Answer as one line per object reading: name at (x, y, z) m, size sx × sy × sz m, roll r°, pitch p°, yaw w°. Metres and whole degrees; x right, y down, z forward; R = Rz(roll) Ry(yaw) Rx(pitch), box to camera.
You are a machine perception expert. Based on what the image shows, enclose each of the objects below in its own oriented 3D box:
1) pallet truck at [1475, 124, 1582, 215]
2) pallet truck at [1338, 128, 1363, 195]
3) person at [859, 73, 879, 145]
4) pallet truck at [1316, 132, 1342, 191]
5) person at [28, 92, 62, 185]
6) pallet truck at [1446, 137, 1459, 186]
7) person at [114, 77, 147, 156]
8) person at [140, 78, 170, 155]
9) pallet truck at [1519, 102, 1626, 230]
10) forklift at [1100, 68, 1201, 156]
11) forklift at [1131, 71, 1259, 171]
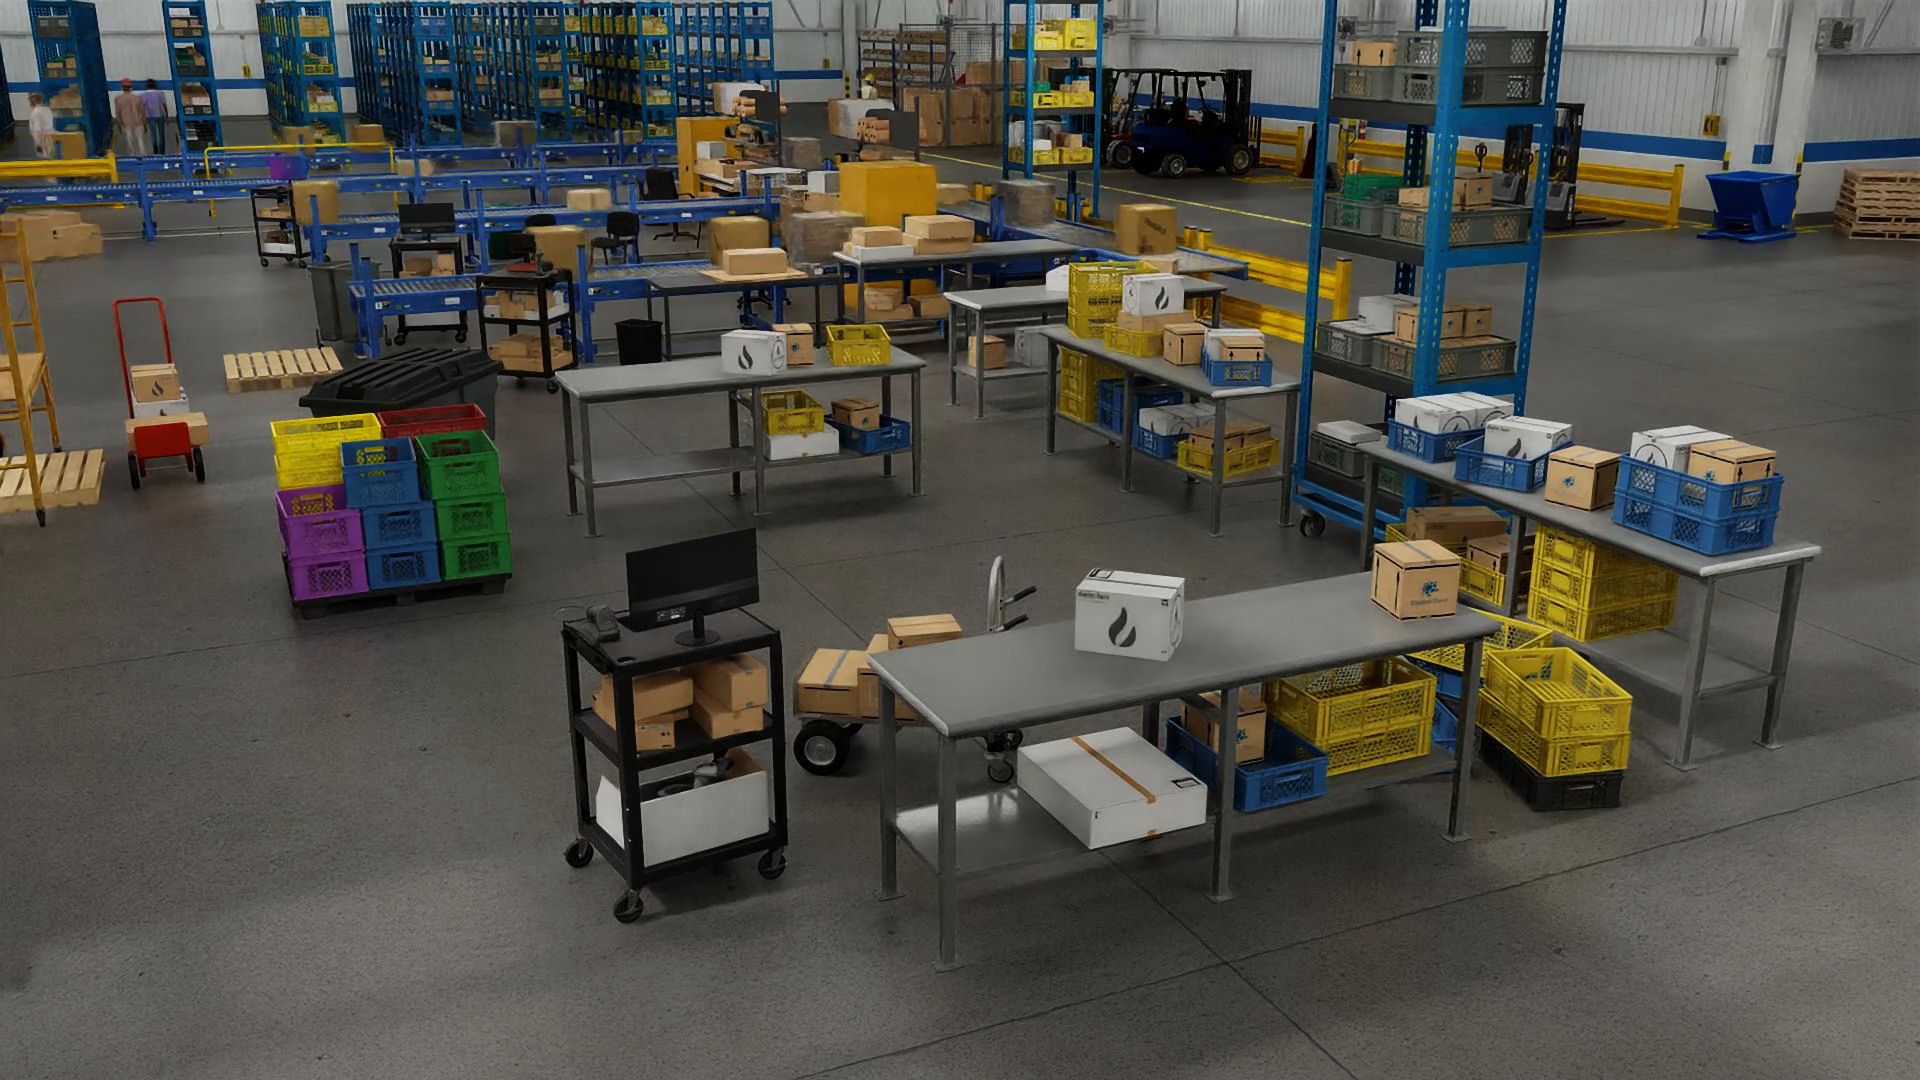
pallet truck at (9.707, -6.455, 28.103) m, size 1.885 × 1.965 × 0.823 m, roll -7°, pitch 19°, yaw -20°
pallet truck at (7.845, -7.140, 31.411) m, size 1.522 × 1.261 × 0.704 m, roll -9°, pitch 20°, yaw -25°
person at (-2.346, -11.268, 43.542) m, size 0.598 × 1.829 × 0.404 m, roll 13°, pitch 22°, yaw 34°
pallet truck at (7.723, -7.504, 32.656) m, size 1.601 × 1.201 × 0.680 m, roll -8°, pitch 19°, yaw -23°
person at (-17.744, -7.688, 32.145) m, size 0.415 × 1.898 × 0.663 m, roll -1°, pitch 18°, yaw -2°
pallet truck at (9.184, -6.485, 29.328) m, size 1.630 × 1.274 × 0.653 m, roll -8°, pitch 19°, yaw -23°
person at (-18.410, -9.253, 36.959) m, size 0.616 × 1.978 × 0.421 m, roll -10°, pitch 20°, yaw -29°
person at (-19.557, -10.292, 40.462) m, size 0.575 × 1.830 × 0.452 m, roll -8°, pitch 19°, yaw -23°
pallet truck at (9.972, -6.037, 26.785) m, size 1.885 × 1.965 × 0.823 m, roll -9°, pitch 20°, yaw -25°
forklift at (4.082, -9.564, 37.410) m, size 2.680 × 1.987 × 1.157 m, roll -8°, pitch 19°, yaw -23°
forklift at (4.998, -8.936, 35.413) m, size 2.680 × 1.987 × 1.157 m, roll -9°, pitch 20°, yaw -25°
